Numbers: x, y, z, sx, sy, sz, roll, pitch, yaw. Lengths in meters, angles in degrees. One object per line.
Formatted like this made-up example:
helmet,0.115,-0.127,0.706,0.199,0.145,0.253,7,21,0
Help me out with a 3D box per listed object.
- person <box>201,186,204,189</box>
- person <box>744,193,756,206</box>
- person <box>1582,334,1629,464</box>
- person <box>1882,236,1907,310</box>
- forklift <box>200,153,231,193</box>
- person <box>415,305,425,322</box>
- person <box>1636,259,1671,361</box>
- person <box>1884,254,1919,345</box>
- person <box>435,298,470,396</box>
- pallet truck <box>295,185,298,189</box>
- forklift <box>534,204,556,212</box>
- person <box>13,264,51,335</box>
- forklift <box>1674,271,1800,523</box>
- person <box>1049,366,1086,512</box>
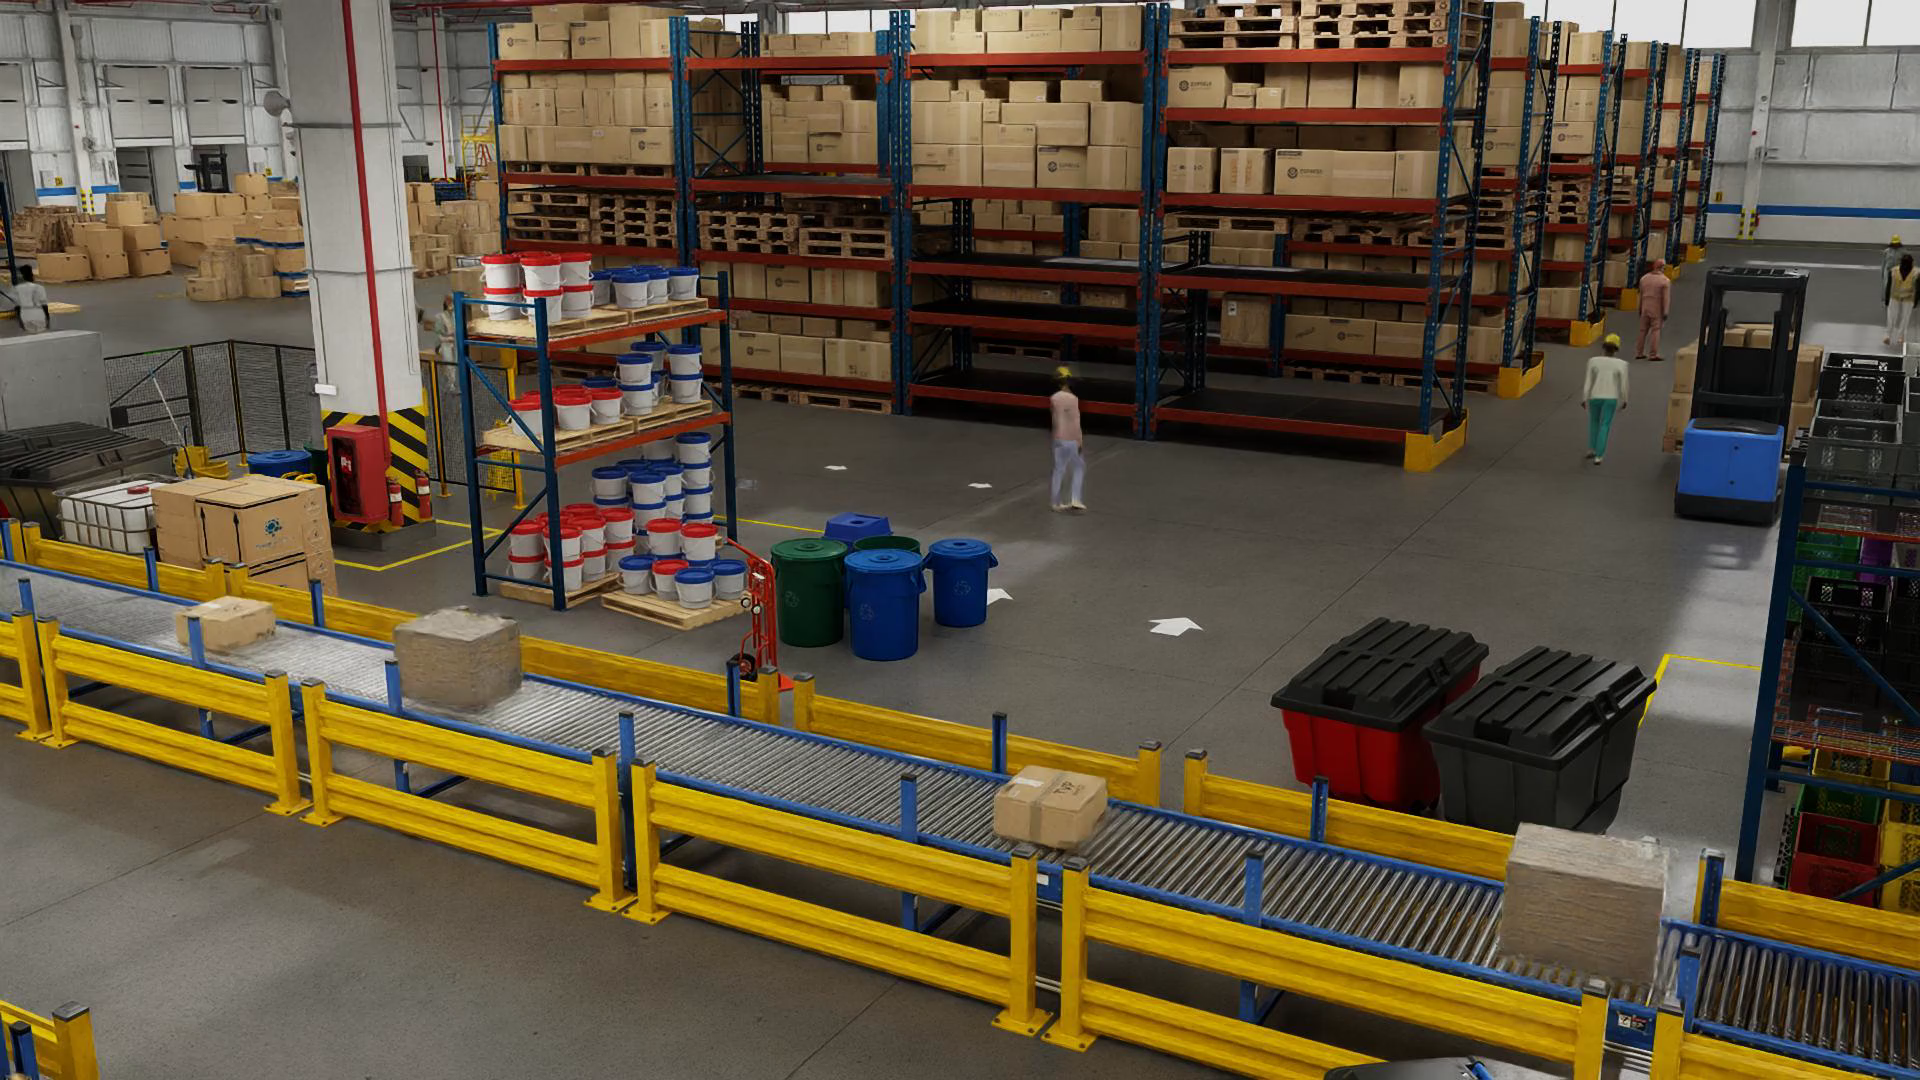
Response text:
person,-28.730,-12.900,63.471,0.523,1.891,0.640,0,15,1
person,-6.799,-10.559,54.810,0.643,1.823,0.491,6,16,21
person,8.753,-1.925,22.526,0.545,1.723,0.861,9,17,29
person,21.857,-6.274,38.957,0.501,1.708,0.875,8,17,28
forklift,-27.439,-12.865,61.464,1.873,2.768,1.129,8,17,28
person,-12.082,-5.583,35.947,0.829,1.919,0.634,-7,16,-24
person,13.024,-4.306,31.177,0.399,1.899,0.646,-9,17,-30
person,18.791,-4.790,33.186,0.631,1.789,0.945,10,18,32
person,-8.375,-3.190,27.533,0.526,1.598,0.813,-14,20,-43
pallet truck,-26.804,-14.617,69.738,1.885,1.965,0.823,-14,20,-42
forklift,-8.057,-5.442,33.559,1.873,2.768,1.129,8,17,28
person,-16.666,-3.962,29.815,0.601,1.932,0.698,2,15,6
forklift,9.269,-1.763,19.726,1.129,2.768,1.873,8,17,27
person,1.251,-1.186,19.792,0.368,1.722,0.612,-12,19,-37
